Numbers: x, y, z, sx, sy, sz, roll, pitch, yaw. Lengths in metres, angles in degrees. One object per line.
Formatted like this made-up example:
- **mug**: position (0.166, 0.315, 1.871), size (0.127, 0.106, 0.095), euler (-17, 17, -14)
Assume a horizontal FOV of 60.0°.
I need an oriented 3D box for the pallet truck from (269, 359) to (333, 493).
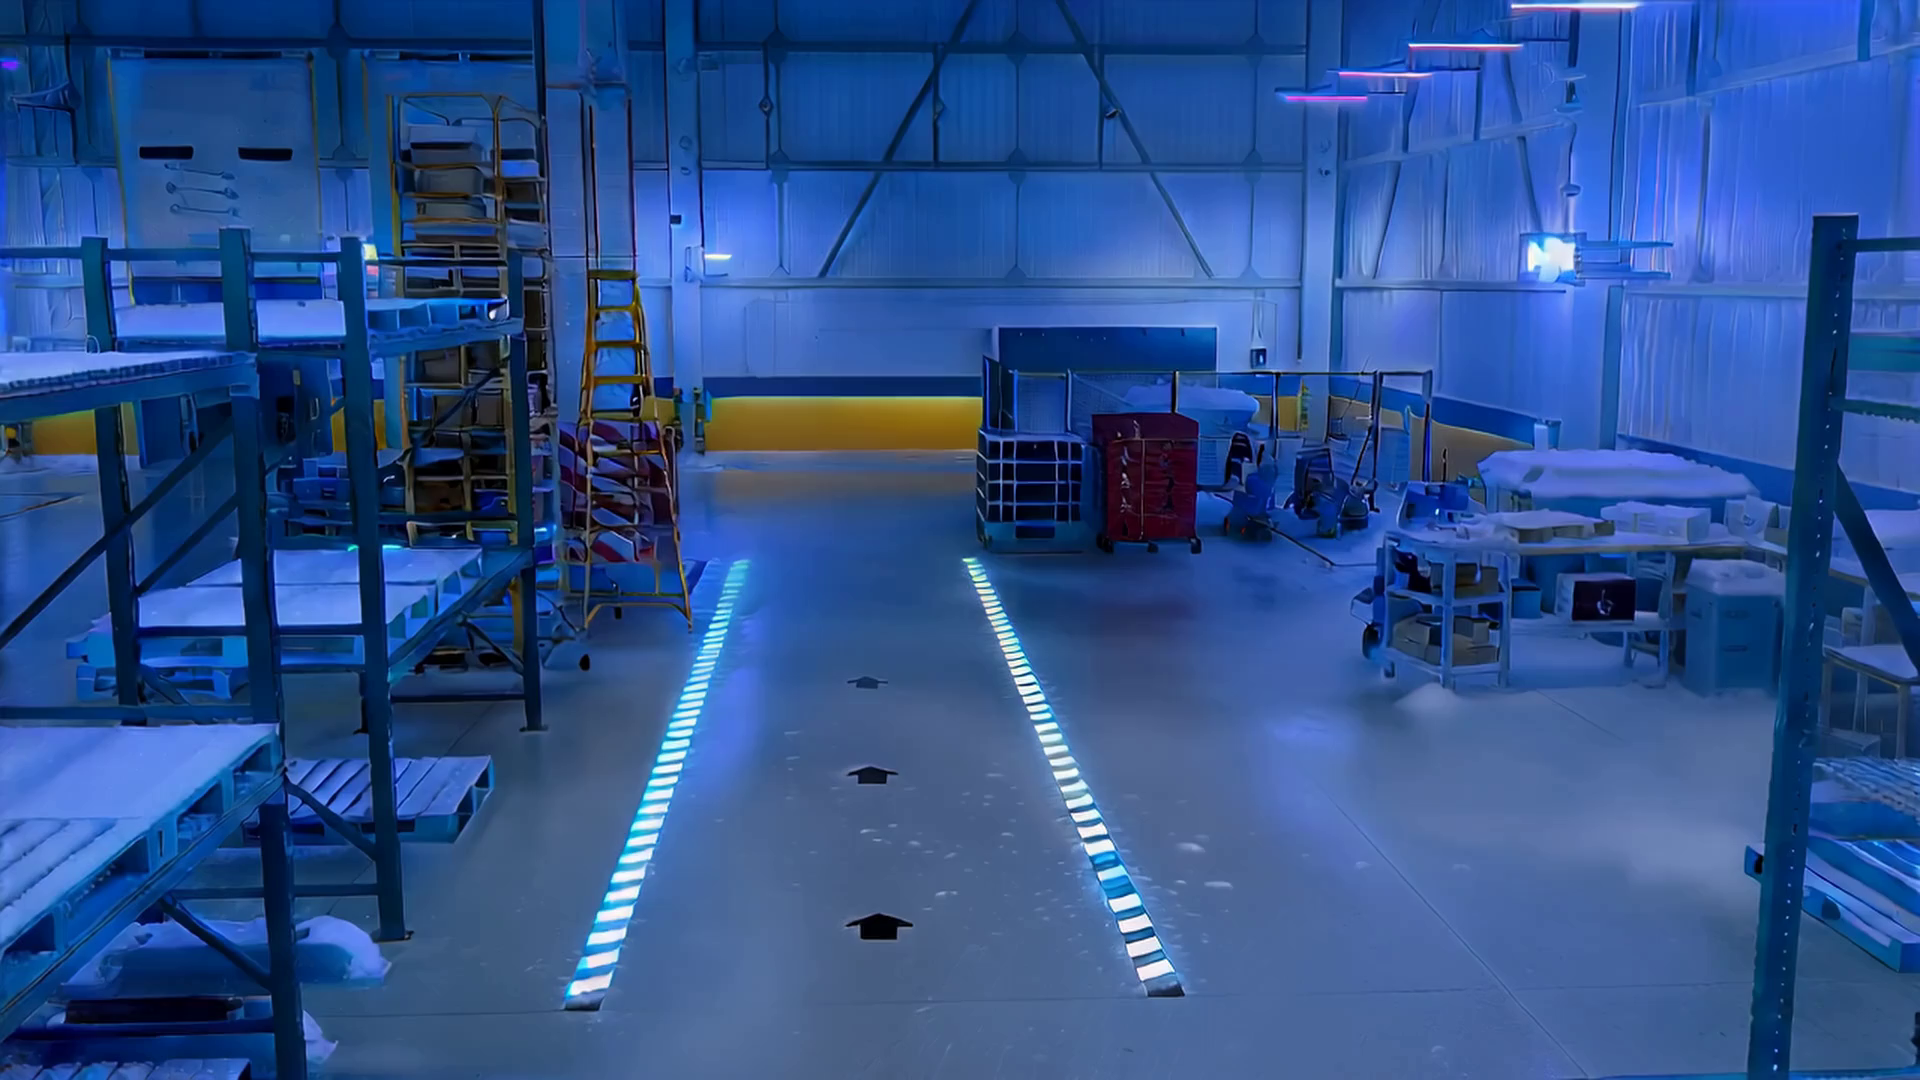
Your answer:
- **pallet truck**: position (-7.062, -1.131, 18.996), size (1.885, 1.965, 0.823), euler (2, 9, 13)
